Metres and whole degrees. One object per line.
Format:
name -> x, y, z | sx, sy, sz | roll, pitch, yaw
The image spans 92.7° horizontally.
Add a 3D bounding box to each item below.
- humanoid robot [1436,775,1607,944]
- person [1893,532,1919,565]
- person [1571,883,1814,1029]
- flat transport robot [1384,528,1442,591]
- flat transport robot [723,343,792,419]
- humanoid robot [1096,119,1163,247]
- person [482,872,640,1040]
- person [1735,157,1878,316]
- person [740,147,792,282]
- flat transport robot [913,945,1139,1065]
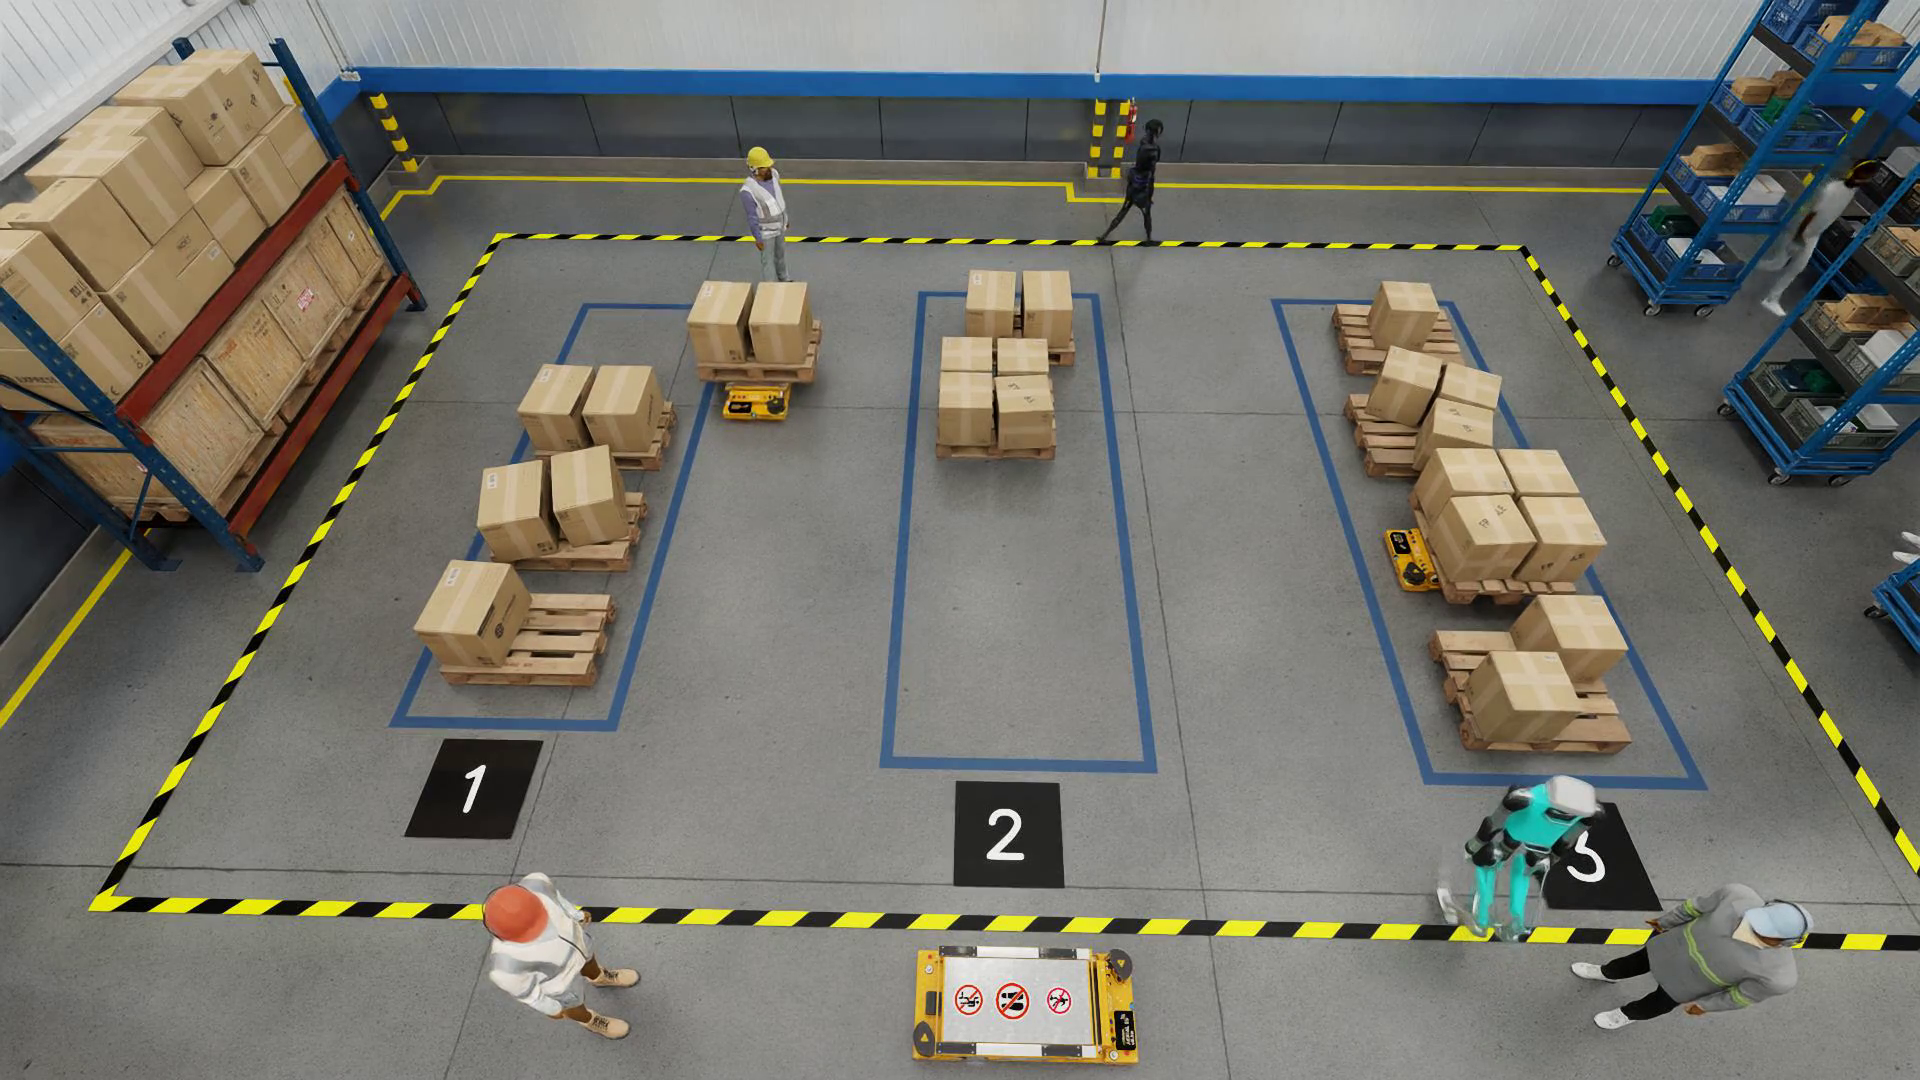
humanoid robot -> 3.474, 2.123, 5.721 | 0.533, 1.677, 0.735 | 10, 52, 8
person -> 8.908, -0.441, 7.779 | 0.592, 1.922, 0.392 | -36, 59, -26
person -> 4.323, 2.495, 5.430 | 0.374, 1.853, 0.587 | -1, 51, -1
flat transport robot -> 4.691, 0.155, 8.342 | 1.431, 0.197, 0.652 | 1, 51, 1
flat transport robot -> -2.140, -1.879, 10.000 | 0.652, 0.197, 1.431 | 1, 51, 1
humanoid robot -> 2.155, -4.301, 11.131 | 0.837, 1.632, 0.597 | -8, 51, -6
person -> -2.301, 2.442, 5.356 | 0.392, 2.035, 0.613 | 0, 51, 0
person -> 9.461, -3.468, 10.301 | 0.541, 1.840, 0.733 | -12, 52, -10
person -> -2.137, -3.549, 10.366 | 0.404, 1.837, 0.591 | 21, 54, 17
flat transport robot -> 0.422, 3.041, 6.007 | 1.431, 0.231, 0.659 | 1, 51, 1
